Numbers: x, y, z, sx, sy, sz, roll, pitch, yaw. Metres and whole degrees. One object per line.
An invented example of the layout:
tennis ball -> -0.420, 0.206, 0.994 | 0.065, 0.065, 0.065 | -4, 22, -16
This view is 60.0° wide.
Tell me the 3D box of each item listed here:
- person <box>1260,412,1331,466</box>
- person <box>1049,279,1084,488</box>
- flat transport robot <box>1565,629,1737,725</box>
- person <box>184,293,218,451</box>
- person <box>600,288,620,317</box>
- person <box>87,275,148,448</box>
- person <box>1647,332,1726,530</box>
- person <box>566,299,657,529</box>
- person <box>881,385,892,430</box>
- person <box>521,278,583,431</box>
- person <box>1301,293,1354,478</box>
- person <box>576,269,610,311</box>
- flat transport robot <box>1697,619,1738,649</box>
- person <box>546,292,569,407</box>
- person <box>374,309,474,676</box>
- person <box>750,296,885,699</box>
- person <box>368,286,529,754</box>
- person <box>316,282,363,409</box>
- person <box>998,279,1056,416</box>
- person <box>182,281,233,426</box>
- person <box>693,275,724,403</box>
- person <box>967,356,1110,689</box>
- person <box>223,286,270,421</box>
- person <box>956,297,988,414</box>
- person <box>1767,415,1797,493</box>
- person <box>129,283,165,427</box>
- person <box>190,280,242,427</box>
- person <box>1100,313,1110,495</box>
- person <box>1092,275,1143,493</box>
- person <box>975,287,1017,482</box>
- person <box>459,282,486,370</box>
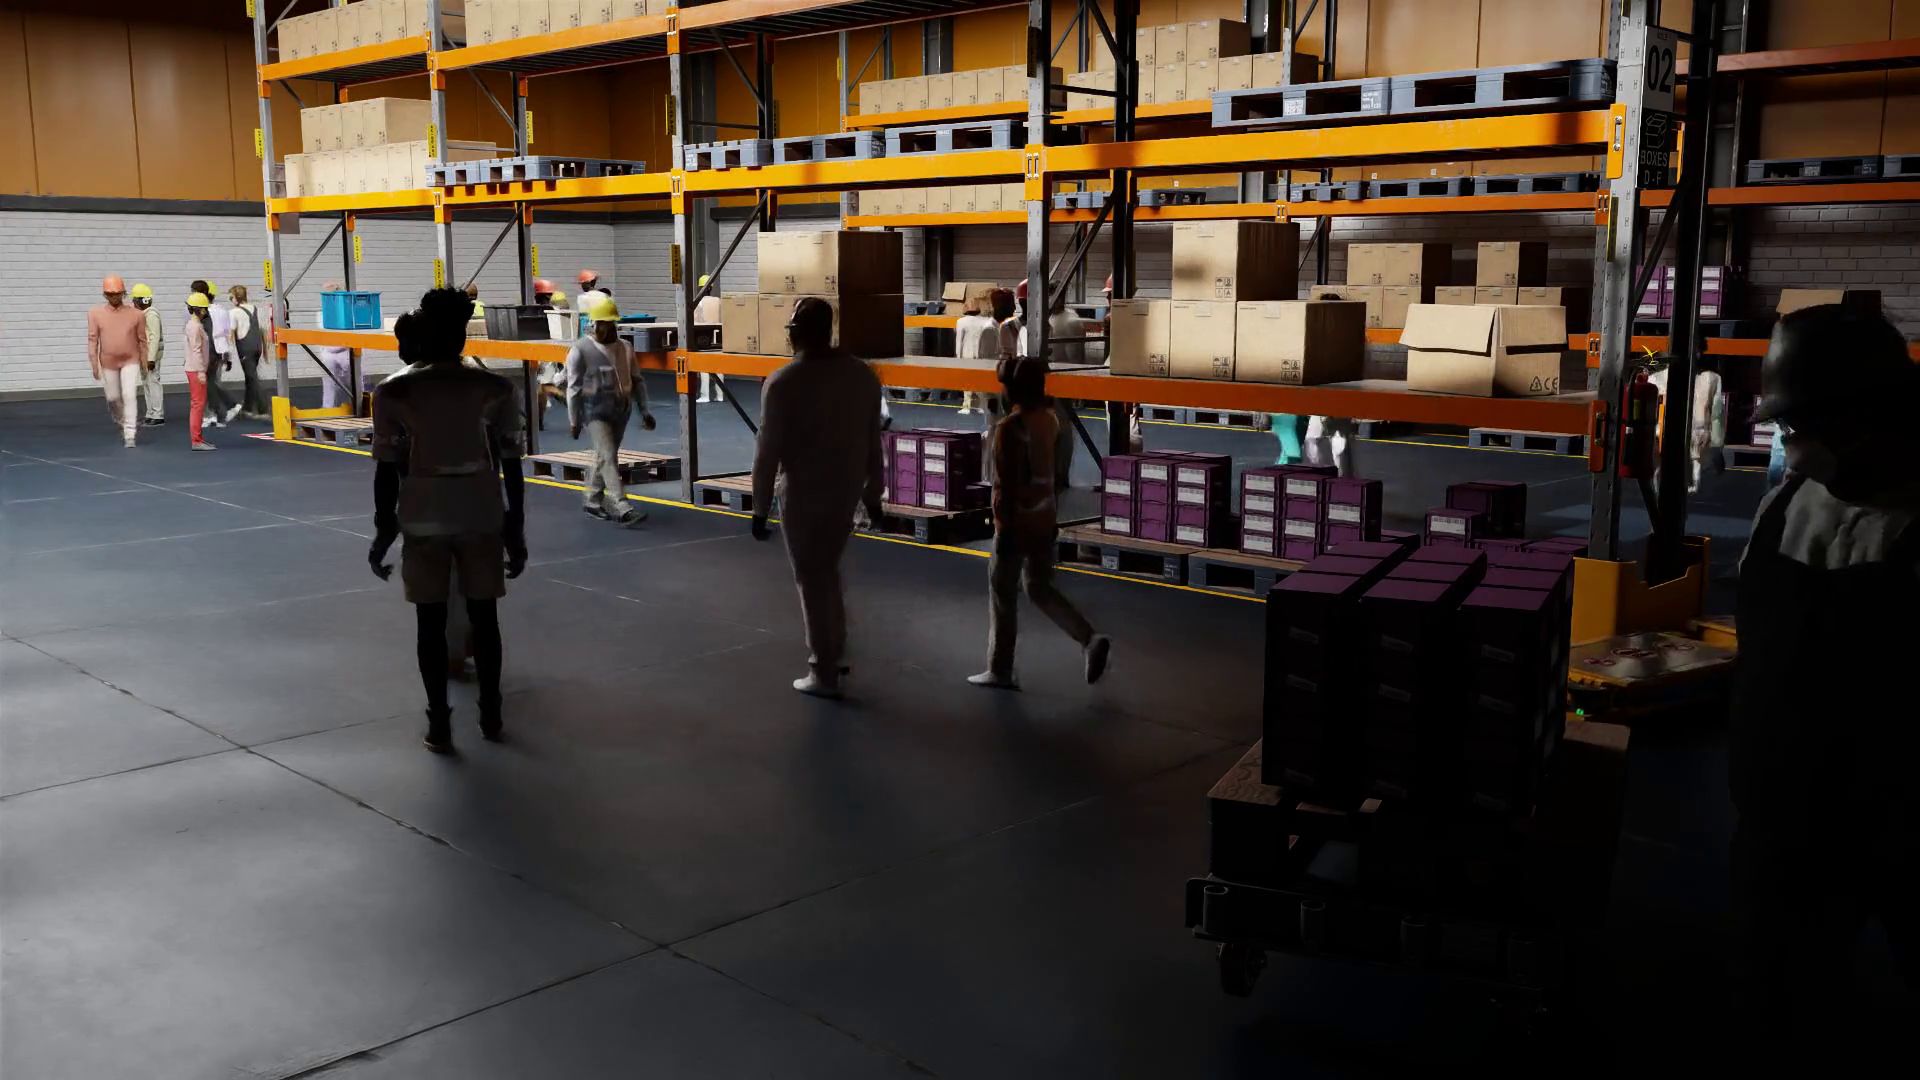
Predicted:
person -> 2.655, -0.959, 13.068 | 0.545, 1.718, 0.854 | -6, 11, -31
person -> 0.790, -1.408, 15.180 | 0.619, 1.925, 0.662 | -7, 12, -38
flat transport robot -> 3.103, 0.633, 7.745 | 1.431, 0.197, 0.652 | -6, 11, -32
person -> -8.483, -1.875, 18.587 | 0.343, 1.760, 0.534 | -4, 10, -23
person -> -6.168, -3.547, 29.038 | 0.530, 1.689, 0.322 | -8, 12, -40
person -> -9.627, -2.049, 19.042 | 0.610, 1.967, 0.863 | -4, 10, -23
person -> 4.692, -0.535, 10.780 | 0.518, 1.620, 0.548 | -1, 9, -6
person -> -2.749, -0.993, 13.094 | 0.952, 1.782, 0.607 | 8, 12, 40
person -> -1.032, -2.256, 21.015 | 0.533, 1.731, 0.873 | -5, 11, -28
person -> -5.043, -2.280, 20.607 | 0.891, 1.915, 0.544 | 2, 10, 13
person -> 3.051, -1.153, 13.950 | 0.611, 1.818, 0.665 | 6, 11, 33
person -> -5.536, -3.083, 25.205 | 0.521, 2.012, 0.675 | 9, 13, 44
flat transport robot -> 4.384, 0.516, 8.459 | 1.431, 0.197, 0.652 | -3, 10, -20
person -> -5.891, -2.809, 24.534 | 0.793, 1.693, 0.492 | -6, 11, -32
person -> -2.614, -0.220, 8.226 | 0.453, 1.825, 0.621 | 3, 10, 19
person -> -0.715, -0.200, 7.889 | 0.679, 1.887, 0.542 | -9, 13, -42
person -> -2.172, -0.082, 7.036 | 0.663, 1.951, 0.504 | -3, 10, -20
person -> -8.054, -2.407, 21.591 | 0.659, 1.851, 1.015 | 2, 9, 10
person -> 0.604, -1.323, 14.636 | 0.543, 1.939, 0.360 | -5, 11, -29
person -> -9.719, -2.403, 21.503 | 0.595, 1.870, 1.000 | -4, 10, -21
person -> -3.818, -3.030, 25.136 | 0.594, 1.924, 0.383 | -7, 11, -36
person -> 0.362, -0.064, 7.910 | 0.635, 1.621, 0.522 | 6, 11, 32
person -> -9.588, -2.495, 22.270 | 0.893, 1.789, 0.516 | 4, 10, 22
person -> 0.178, -2.567, 23.235 | 0.495, 1.625, 0.285 | -4, 10, -24
person -> 4.692, -0.253, 9.092 | 0.527, 1.607, 0.519 | 3, 10, 19
person -> -10.462, -2.373, 21.393 | 0.404, 1.836, 0.590 | -7, 12, -38
person -> -9.552, -2.367, 21.201 | 0.468, 1.883, 0.623 | -2, 10, -14
person -> 1.378, -1.207, 14.859 | 0.267, 1.631, 0.509 | 0, 9, -1
person -> 1.439, -1.382, 14.821 | 0.393, 1.995, 0.612 | -4, 10, -23
person -> 0.228, -1.361, 15.093 | 0.557, 1.867, 0.574 | 2, 10, 14
person -> -6.520, -2.503, 22.173 | 0.429, 1.844, 0.625 | 3, 10, 15
